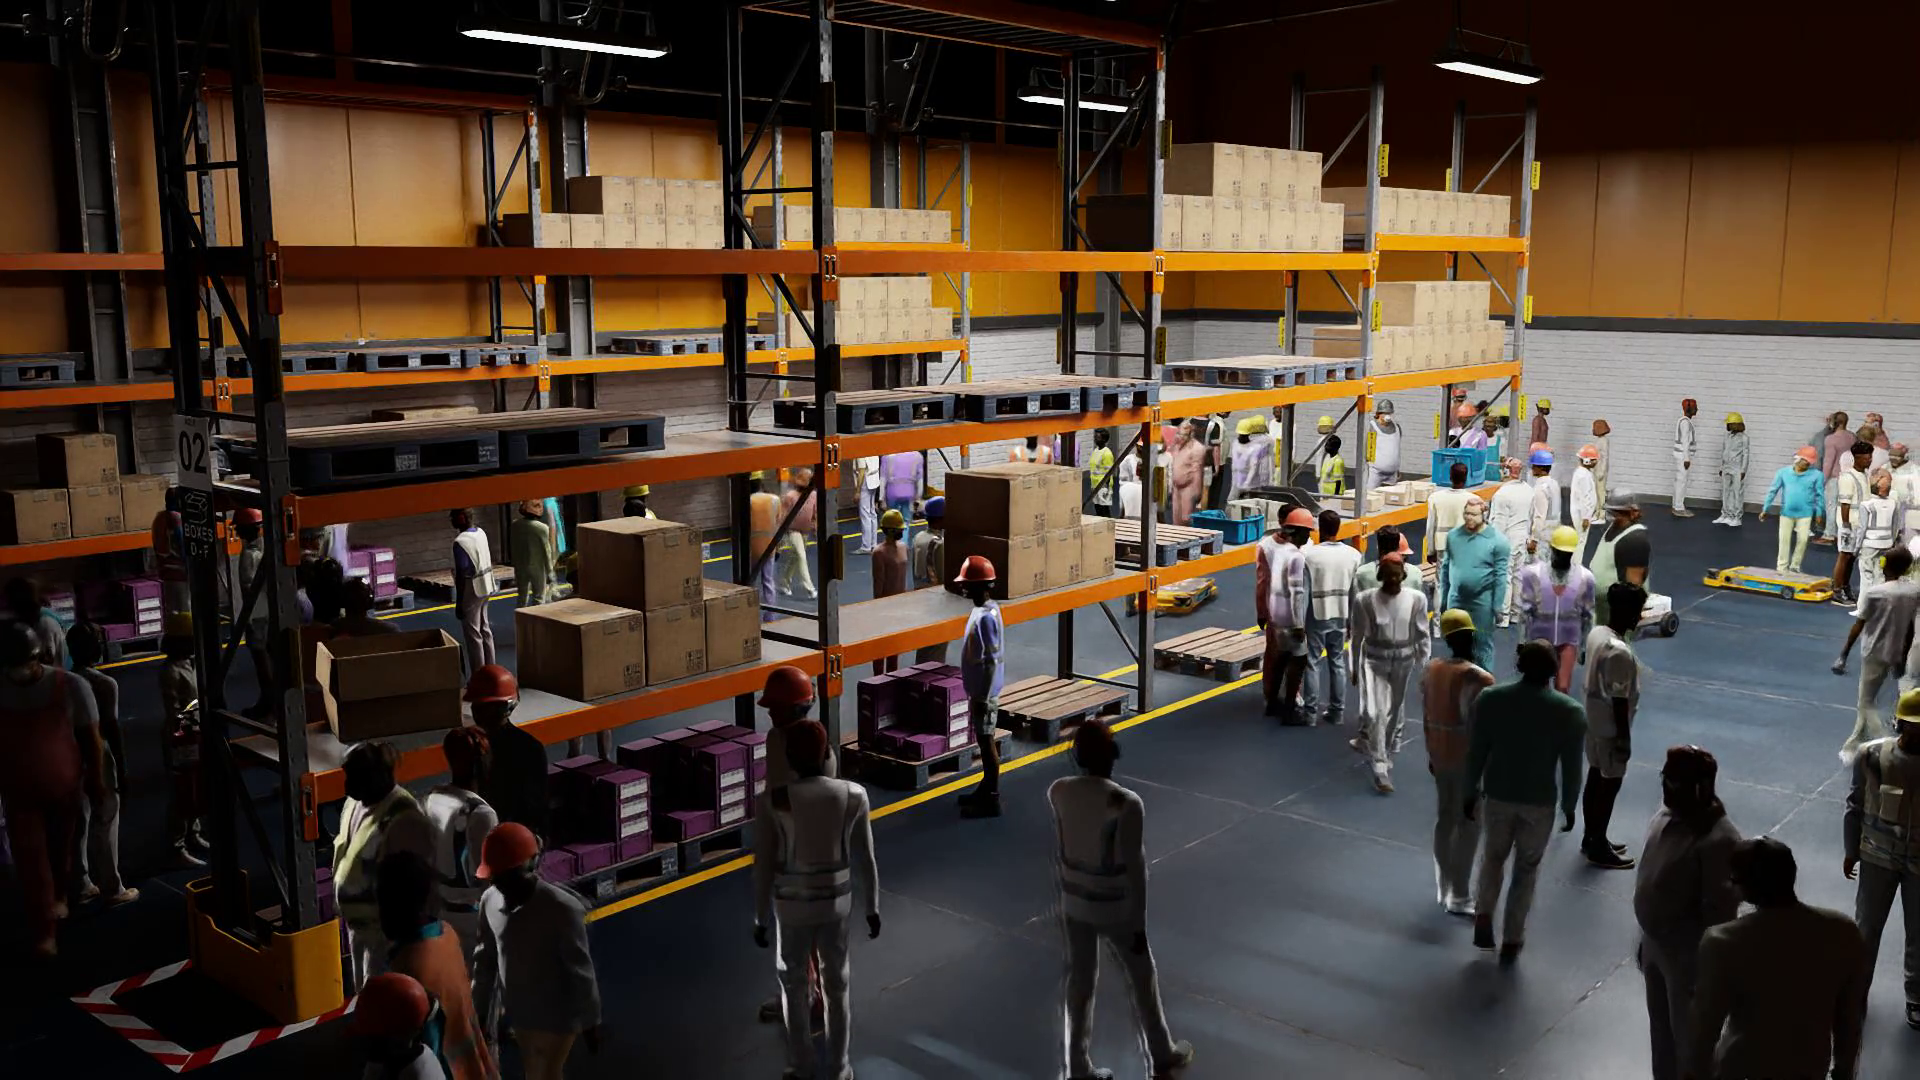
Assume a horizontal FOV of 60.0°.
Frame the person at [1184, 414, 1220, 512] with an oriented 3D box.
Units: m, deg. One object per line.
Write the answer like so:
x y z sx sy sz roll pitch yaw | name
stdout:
3.700 -1.190 25.447 0.612 2.029 0.407 5 11 30 | person

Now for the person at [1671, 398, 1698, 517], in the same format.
11.628 -1.324 26.663 0.356 1.883 0.573 3 10 17 | person

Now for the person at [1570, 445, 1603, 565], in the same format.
7.959 -0.332 21.159 0.362 1.746 0.578 2 10 11 | person

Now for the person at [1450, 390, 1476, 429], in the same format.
8.373 -1.606 28.006 0.612 1.995 0.376 -2 10 -14 | person

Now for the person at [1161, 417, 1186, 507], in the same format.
3.439 -1.292 27.163 0.592 1.650 0.612 7 12 38 | person

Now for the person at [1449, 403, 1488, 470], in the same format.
7.245 -0.948 23.924 0.614 2.047 0.357 7 12 36 | person

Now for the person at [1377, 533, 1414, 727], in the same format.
3.714 0.802 14.350 0.327 1.752 0.563 4 10 22 | person

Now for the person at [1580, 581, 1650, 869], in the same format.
4.389 1.234 11.191 0.395 1.954 0.604 1 10 4 | person

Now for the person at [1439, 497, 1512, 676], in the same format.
4.739 0.546 15.430 0.640 1.908 0.404 9 13 42 | person

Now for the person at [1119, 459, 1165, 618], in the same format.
2.071 -0.015 18.965 0.571 1.840 0.374 6 11 34 | person

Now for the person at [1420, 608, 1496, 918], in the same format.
3.157 1.391 10.473 0.384 1.888 0.719 -4 11 -25 | person

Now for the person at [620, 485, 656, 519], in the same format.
-3.189 0.333 16.682 0.397 1.919 0.581 -2 10 -13 | person

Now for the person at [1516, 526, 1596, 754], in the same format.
4.965 0.803 13.882 0.610 1.906 0.557 3 10 17 | person

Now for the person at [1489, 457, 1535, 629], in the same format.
6.086 0.029 18.515 0.639 1.908 0.409 -8 13 -41 | person

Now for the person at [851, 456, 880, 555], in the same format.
-1.303 -0.710 23.101 0.389 1.846 0.566 3 10 17 | person

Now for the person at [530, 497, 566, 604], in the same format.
-4.483 0.142 18.091 0.526 1.820 0.586 -6 11 -30 | person

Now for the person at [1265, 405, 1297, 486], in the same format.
5.025 -1.245 26.198 0.578 1.879 0.366 9 13 42 | person

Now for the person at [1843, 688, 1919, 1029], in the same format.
5.026 1.681 8.859 0.595 1.837 0.404 5 11 27 | person

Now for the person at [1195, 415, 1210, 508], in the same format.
4.033 -1.334 27.480 0.331 1.630 0.531 3 10 16 | person

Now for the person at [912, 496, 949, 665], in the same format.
-0.218 0.562 15.201 0.393 1.946 0.615 -5 11 -27 | person

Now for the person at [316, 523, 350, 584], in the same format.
-6.302 0.382 16.677 0.505 1.812 0.562 3 10 17 | person

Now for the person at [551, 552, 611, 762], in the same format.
-3.019 0.976 13.279 0.533 1.768 0.310 -6 11 -33 | person

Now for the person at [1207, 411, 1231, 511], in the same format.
4.015 -1.220 25.743 0.407 1.986 0.616 0 10 0 | person

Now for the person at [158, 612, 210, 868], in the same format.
-5.206 1.338 11.223 0.342 1.735 0.489 -1 10 -5 | person

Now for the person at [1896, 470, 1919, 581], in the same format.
11.390 -0.174 19.651 0.587 1.930 0.355 5 11 27 | person

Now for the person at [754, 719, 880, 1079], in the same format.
-0.693 1.792 8.102 0.622 1.871 0.389 -4 10 -20 | person

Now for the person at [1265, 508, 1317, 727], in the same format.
2.938 0.674 14.674 0.413 1.908 0.579 -1 10 -7 | person

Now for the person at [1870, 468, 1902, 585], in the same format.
10.934 -0.070 19.937 0.529 1.616 0.643 -1 10 -9 | person

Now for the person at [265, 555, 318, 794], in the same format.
-5.036 1.035 12.788 0.361 1.817 0.583 7 12 36 | person

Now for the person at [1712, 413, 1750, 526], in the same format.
11.922 -1.089 25.672 0.321 1.742 0.492 -4 10 -21 | person

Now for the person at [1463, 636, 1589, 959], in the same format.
3.260 1.515 9.630 0.658 1.911 0.489 5 11 29 | person

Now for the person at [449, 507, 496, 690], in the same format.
-4.597 0.535 15.712 0.394 1.836 0.561 1 10 5 | person

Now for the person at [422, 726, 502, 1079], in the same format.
-2.326 1.808 7.954 0.584 1.883 0.346 9 13 43 | person

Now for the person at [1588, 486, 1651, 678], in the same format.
6.055 0.493 15.340 0.535 2.000 0.717 1 10 5 | person

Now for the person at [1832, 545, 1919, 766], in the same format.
7.279 0.943 13.273 0.571 1.830 0.569 -3 10 -17 | person

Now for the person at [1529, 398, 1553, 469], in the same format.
9.861 -1.532 28.280 0.343 1.761 0.526 7 12 35 | person

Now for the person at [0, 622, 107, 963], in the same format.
-5.517 1.395 9.956 0.698 2.000 1.008 -5 11 -29 | person

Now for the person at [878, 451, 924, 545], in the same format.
-0.794 -0.592 22.291 0.641 1.881 0.499 -1 10 -8 | person

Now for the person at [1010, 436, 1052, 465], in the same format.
0.969 -0.647 22.564 0.596 1.898 0.745 -1 10 -3 | person

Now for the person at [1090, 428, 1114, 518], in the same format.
2.027 -0.777 23.939 0.318 1.700 0.537 -3 10 -20 | person

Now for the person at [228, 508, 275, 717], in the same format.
-6.296 0.626 14.898 0.386 1.929 0.547 1 10 5 | person

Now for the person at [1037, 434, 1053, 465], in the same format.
1.384 -1.514 28.220 0.545 1.744 0.545 -7 12 -37 | person

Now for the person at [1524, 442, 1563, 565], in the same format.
7.708 -0.442 21.986 0.582 1.692 0.891 -3 10 -17 | person

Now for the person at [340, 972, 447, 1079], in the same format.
-1.850 2.274 5.565 0.339 1.751 0.567 -5 11 -25 | person

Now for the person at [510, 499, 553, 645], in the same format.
-4.522 0.328 17.574 0.510 1.622 0.278 4 10 24 | person
